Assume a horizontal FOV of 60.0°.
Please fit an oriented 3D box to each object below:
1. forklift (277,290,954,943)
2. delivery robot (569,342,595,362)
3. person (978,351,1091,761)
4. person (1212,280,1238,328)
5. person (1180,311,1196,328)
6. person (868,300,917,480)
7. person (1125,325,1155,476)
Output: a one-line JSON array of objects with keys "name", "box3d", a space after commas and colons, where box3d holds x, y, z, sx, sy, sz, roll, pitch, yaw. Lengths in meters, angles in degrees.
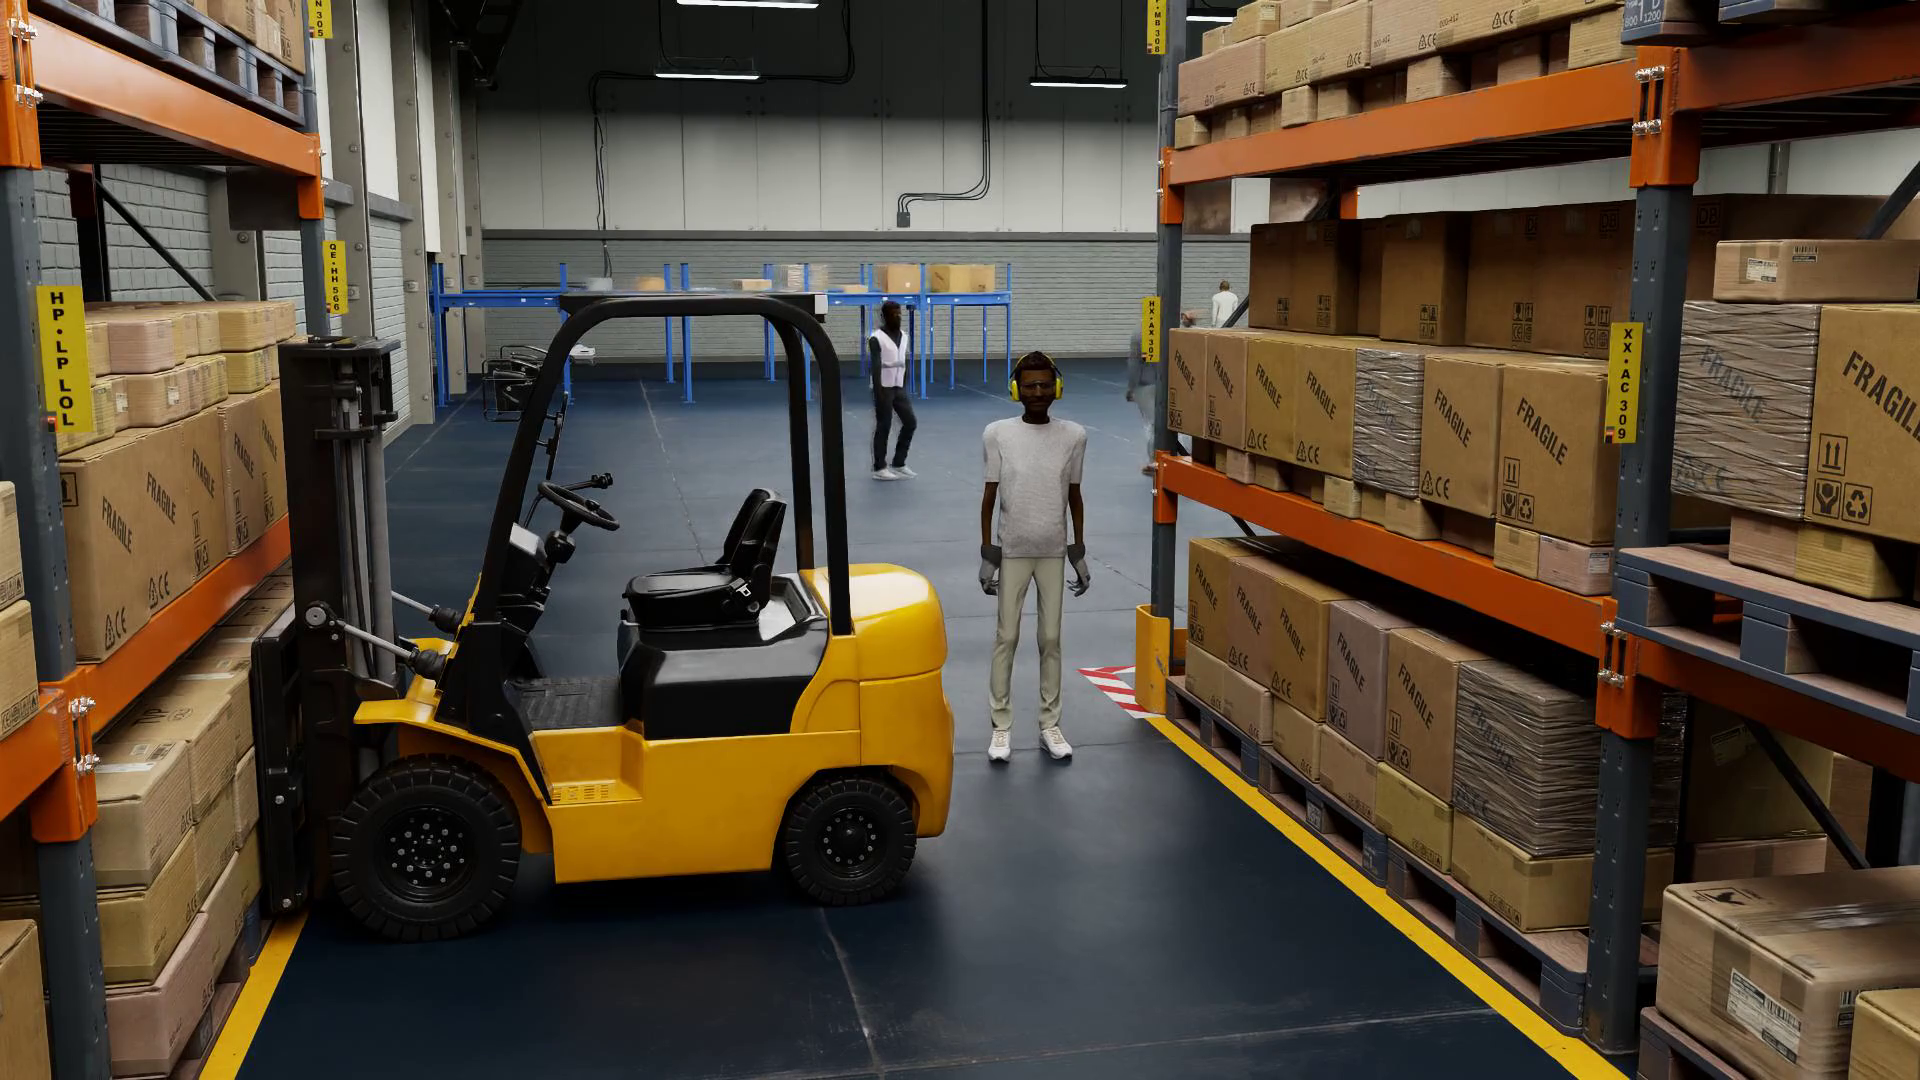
[{"name": "forklift", "box3d": [-1.179, 0.175, 6.143, 2.313, 2.155, 1.214, -2, 10, -12]}, {"name": "delivery robot", "box3d": [-8.711, -4.290, 38.060, 0.707, 0.478, 0.477, -2, 10, -12]}, {"name": "person", "box3d": [0.343, 0.074, 7.612, 0.520, 1.873, 0.328, -2, 9, -9]}, {"name": "person", "box3d": [6.200, -5.119, 39.061, 0.631, 1.940, 0.372, -2, 10, -12]}, {"name": "person", "box3d": [3.454, -2.640, 24.977, 0.852, 1.600, 0.511, -9, 13, -42]}, {"name": "person", "box3d": [-0.687, -1.581, 17.617, 0.596, 1.896, 0.615, 7, 12, 36]}, {"name": "person", "box3d": [2.093, -1.662, 18.028, 0.627, 1.925, 0.428, -5, 11, -28]}]
